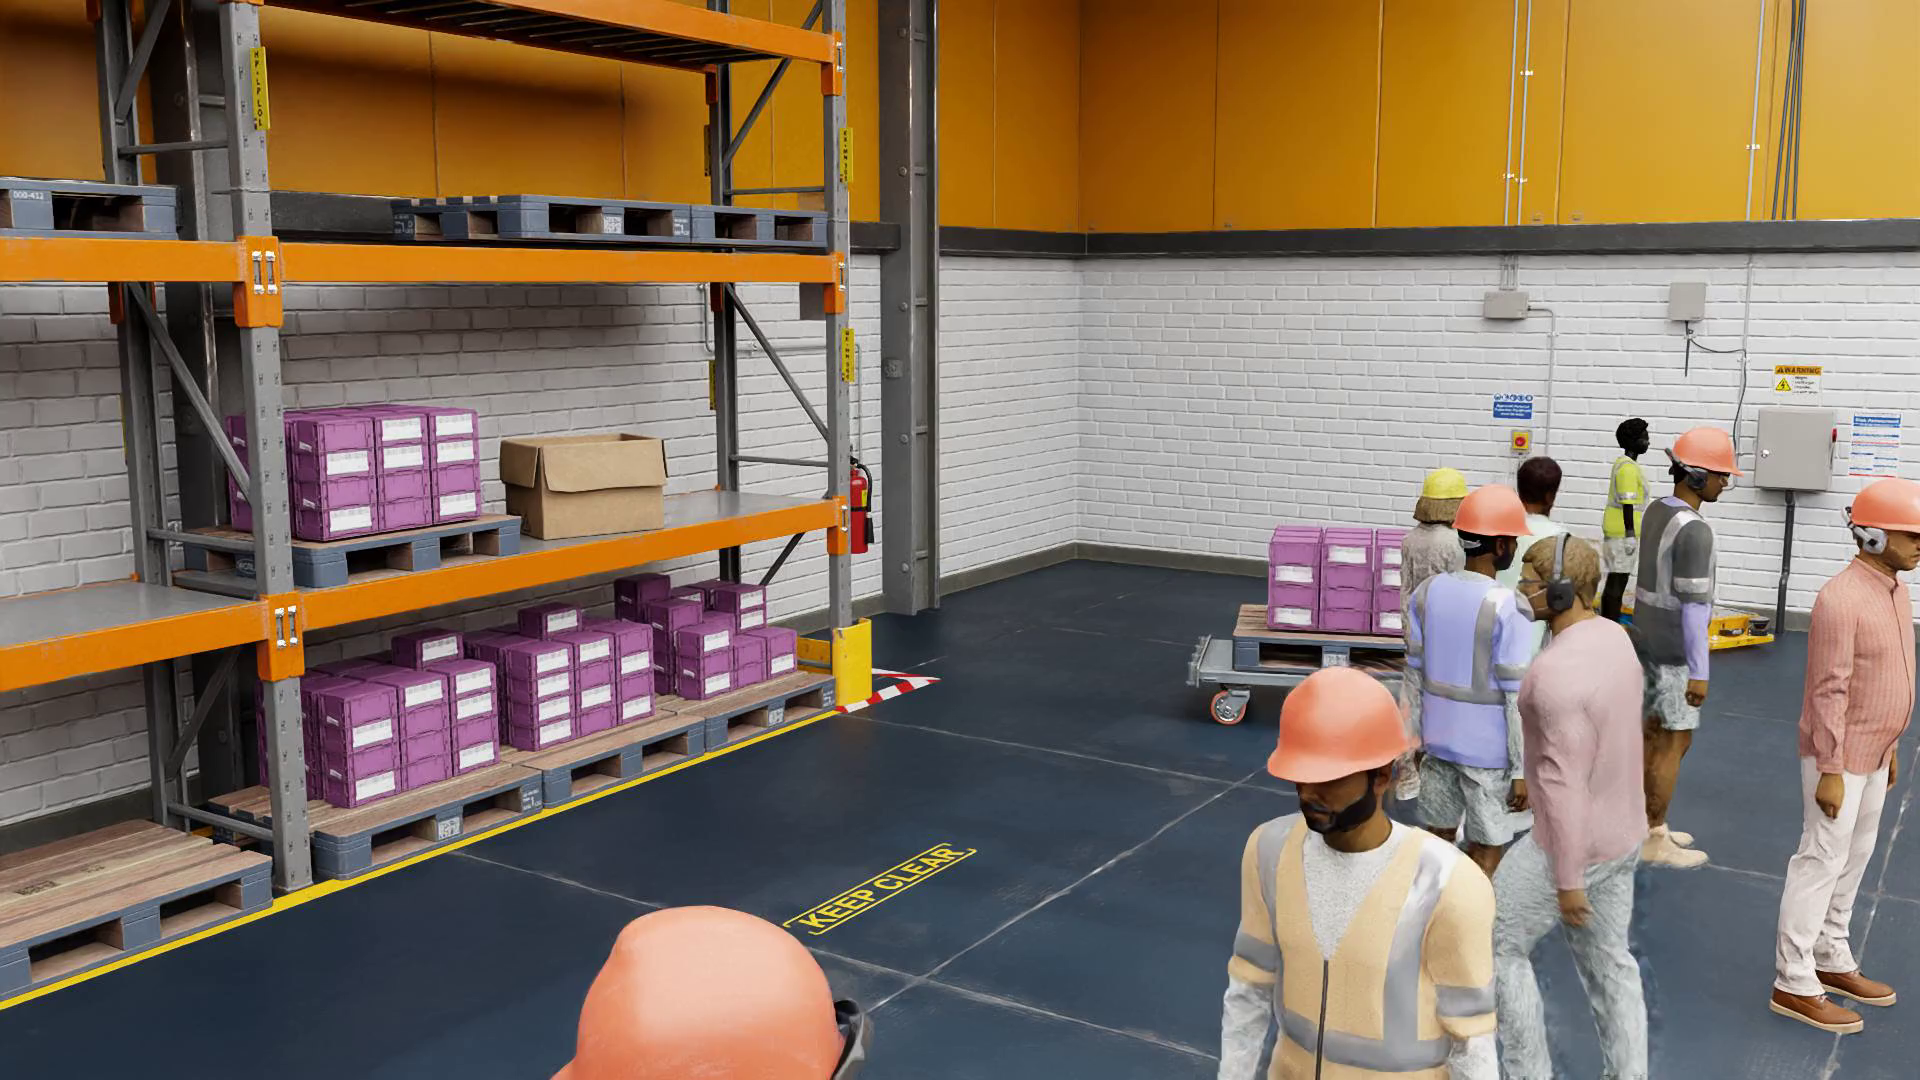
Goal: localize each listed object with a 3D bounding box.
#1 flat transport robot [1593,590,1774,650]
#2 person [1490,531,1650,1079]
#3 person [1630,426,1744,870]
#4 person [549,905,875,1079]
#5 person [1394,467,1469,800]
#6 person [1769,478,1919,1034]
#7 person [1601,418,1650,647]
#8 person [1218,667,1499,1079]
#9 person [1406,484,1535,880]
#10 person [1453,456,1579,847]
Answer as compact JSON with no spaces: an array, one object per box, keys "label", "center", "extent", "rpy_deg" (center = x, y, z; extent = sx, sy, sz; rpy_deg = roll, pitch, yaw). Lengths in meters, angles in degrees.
[{"label":"flat transport robot","center":[5.348,0.586,12.639],"extent":[0.652,0.197,1.431],"rpy_deg":[-4,10,-26]},{"label":"person","center":[1.839,0.928,5.097],"extent":[0.691,1.917,0.628],"rpy_deg":[8,12,42]},{"label":"person","center":[3.280,0.494,7.565],"extent":[0.410,2.028,0.620],"rpy_deg":[1,9,4]},{"label":"person","center":[-0.243,1.372,1.797],"extent":[0.374,2.043,0.608],"rpy_deg":[-1,9,-10]},{"label":"person","center":[2.424,0.501,8.425],"extent":[0.293,1.745,0.484],"rpy_deg":[-4,10,-25]},{"label":"person","center":[3.235,0.761,5.969],"extent":[0.611,1.985,0.415],"rpy_deg":[-8,12,-42]},{"label":"person","center":[4.841,-0.041,12.097],"extent":[0.321,1.697,0.529],"rpy_deg":[3,9,16]},{"label":"person","center":[0.741,1.196,3.344],"extent":[0.629,1.911,0.586],"rpy_deg":[-8,12,-43]},{"label":"person","center":[1.904,0.756,6.139],"extent":[0.373,1.935,0.552],"rpy_deg":[-5,10,-29]},{"label":"person","center":[2.536,0.541,7.804],"extent":[0.636,1.869,0.987],"rpy_deg":[7,11,39]}]
